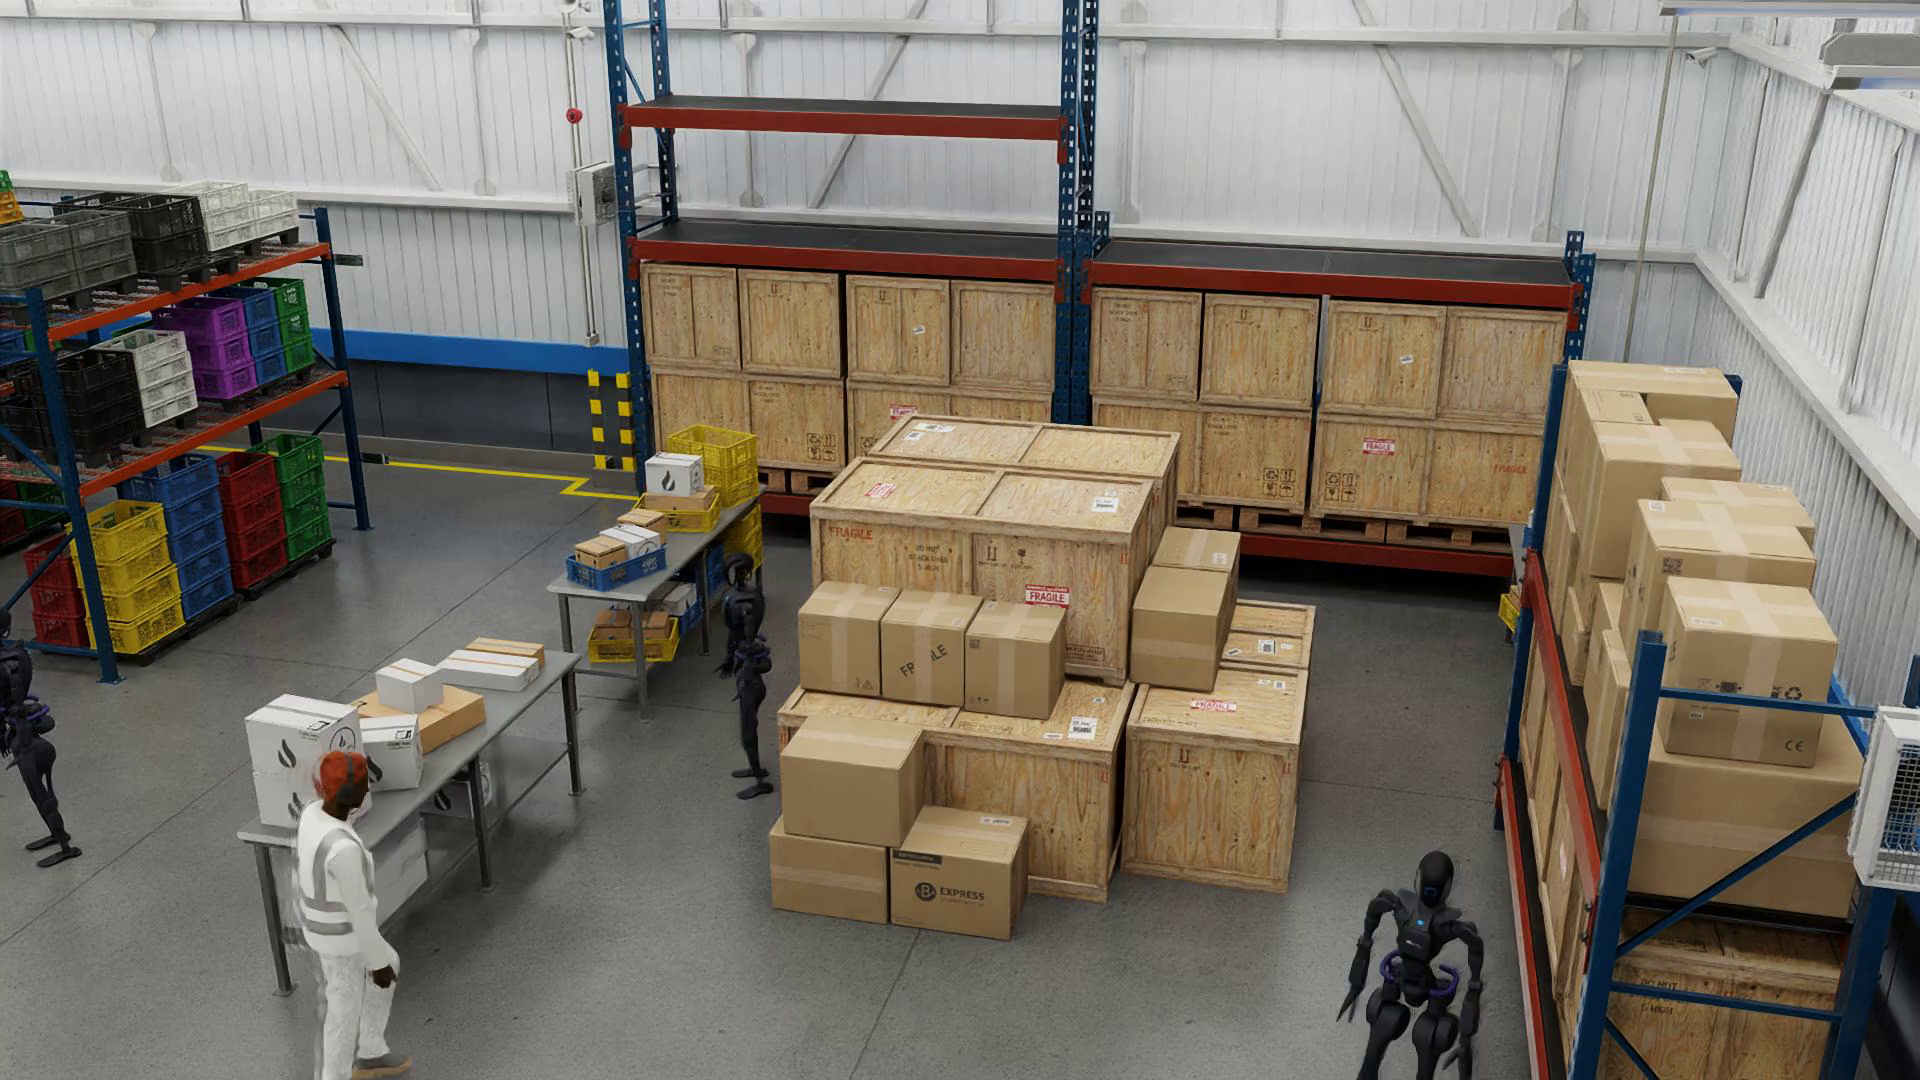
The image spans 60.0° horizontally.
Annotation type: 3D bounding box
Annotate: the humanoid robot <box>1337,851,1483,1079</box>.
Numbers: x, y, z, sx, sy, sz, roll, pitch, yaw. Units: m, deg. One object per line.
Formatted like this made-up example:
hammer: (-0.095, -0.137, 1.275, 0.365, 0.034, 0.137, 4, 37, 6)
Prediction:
humanoid robot: (2.015, 2.133, 7.486, 0.651, 1.651, 0.406, 13, 25, 31)

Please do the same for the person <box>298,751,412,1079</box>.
person: (-2.911, 1.866, 7.935, 0.615, 1.853, 0.715, -14, 25, -31)

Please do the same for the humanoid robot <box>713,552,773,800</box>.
humanoid robot: (-1.412, 0.849, 10.847, 0.339, 1.651, 0.599, -5, 22, -14)

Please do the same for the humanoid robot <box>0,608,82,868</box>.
humanoid robot: (-5.639, 1.177, 9.993, 0.568, 1.651, 0.342, 19, 28, 40)
